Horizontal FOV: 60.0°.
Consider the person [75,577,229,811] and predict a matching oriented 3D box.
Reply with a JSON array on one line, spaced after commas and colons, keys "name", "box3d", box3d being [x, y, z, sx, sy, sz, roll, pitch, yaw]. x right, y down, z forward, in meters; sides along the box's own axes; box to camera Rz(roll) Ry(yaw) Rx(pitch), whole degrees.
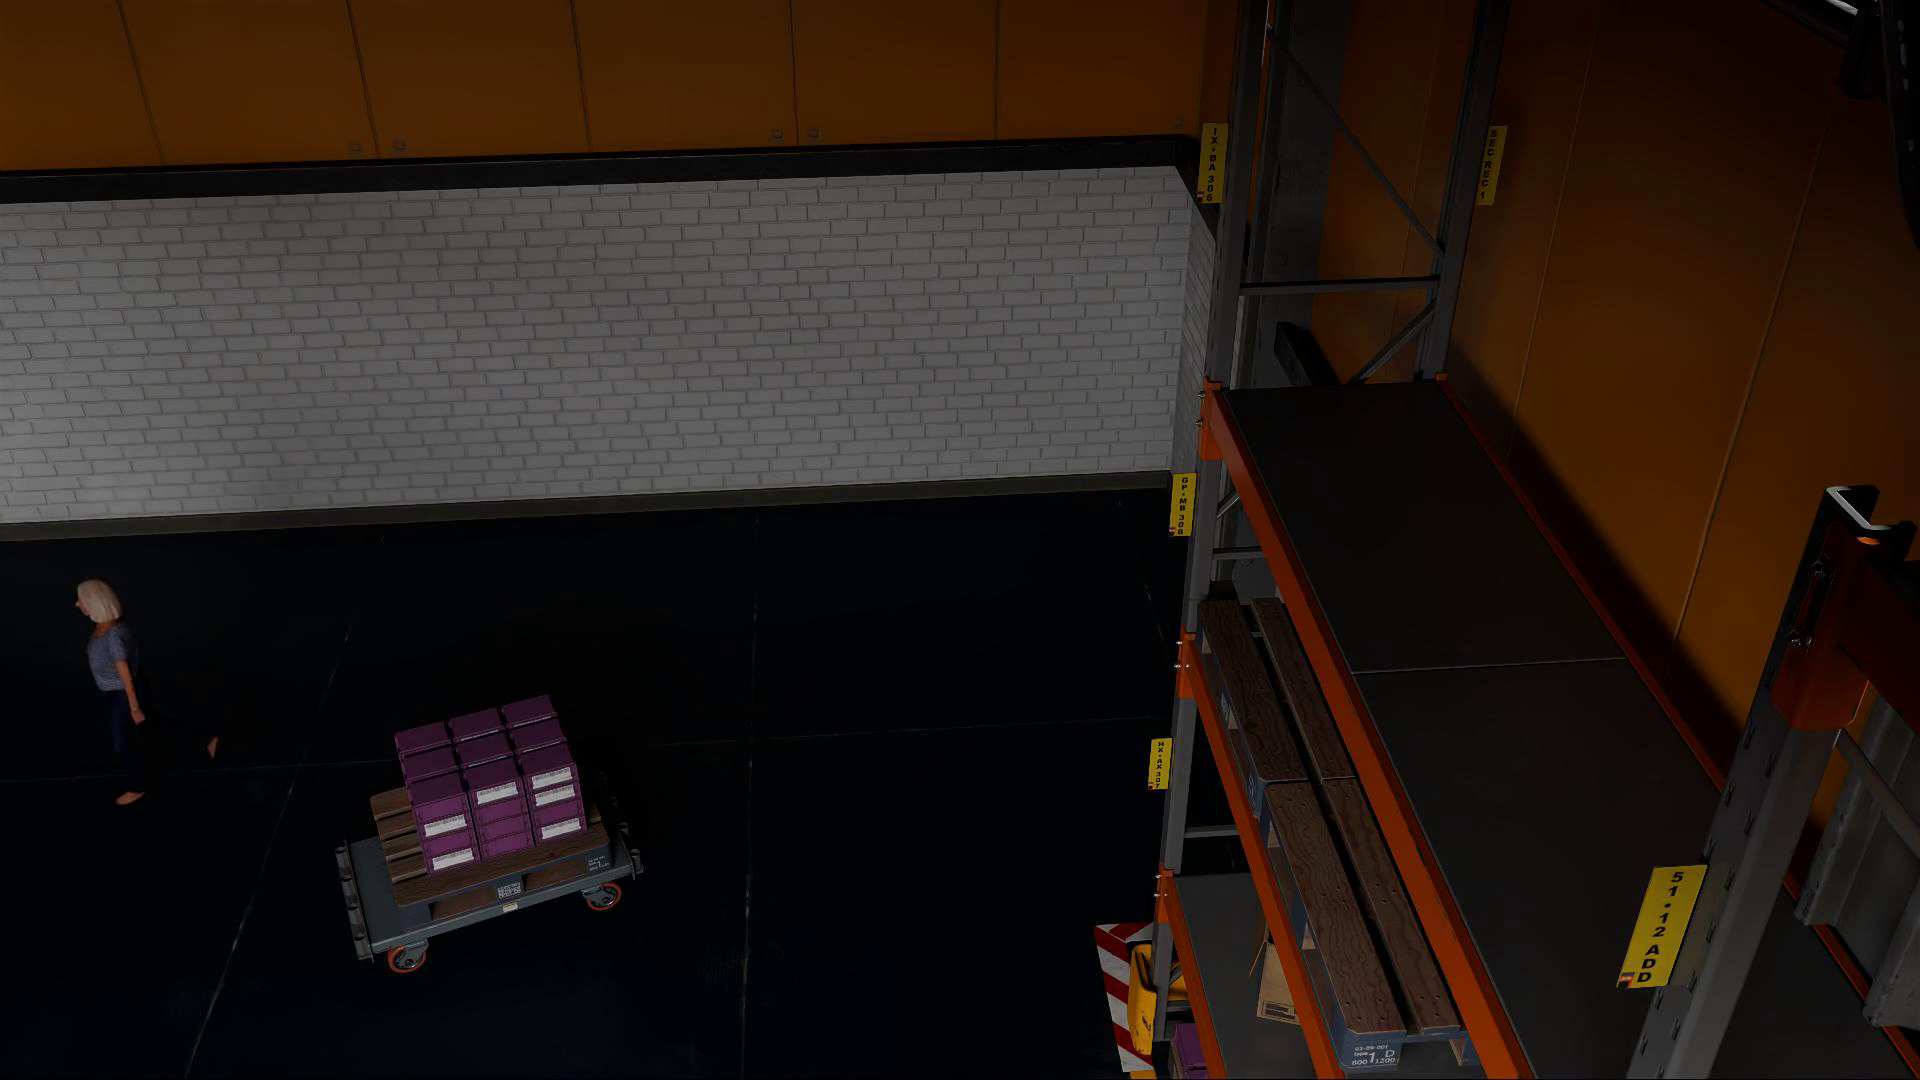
[{"name": "person", "box3d": [-5.131, 0.923, 10.432, 0.900, 1.700, 1.042, -16, 37, -23]}]
